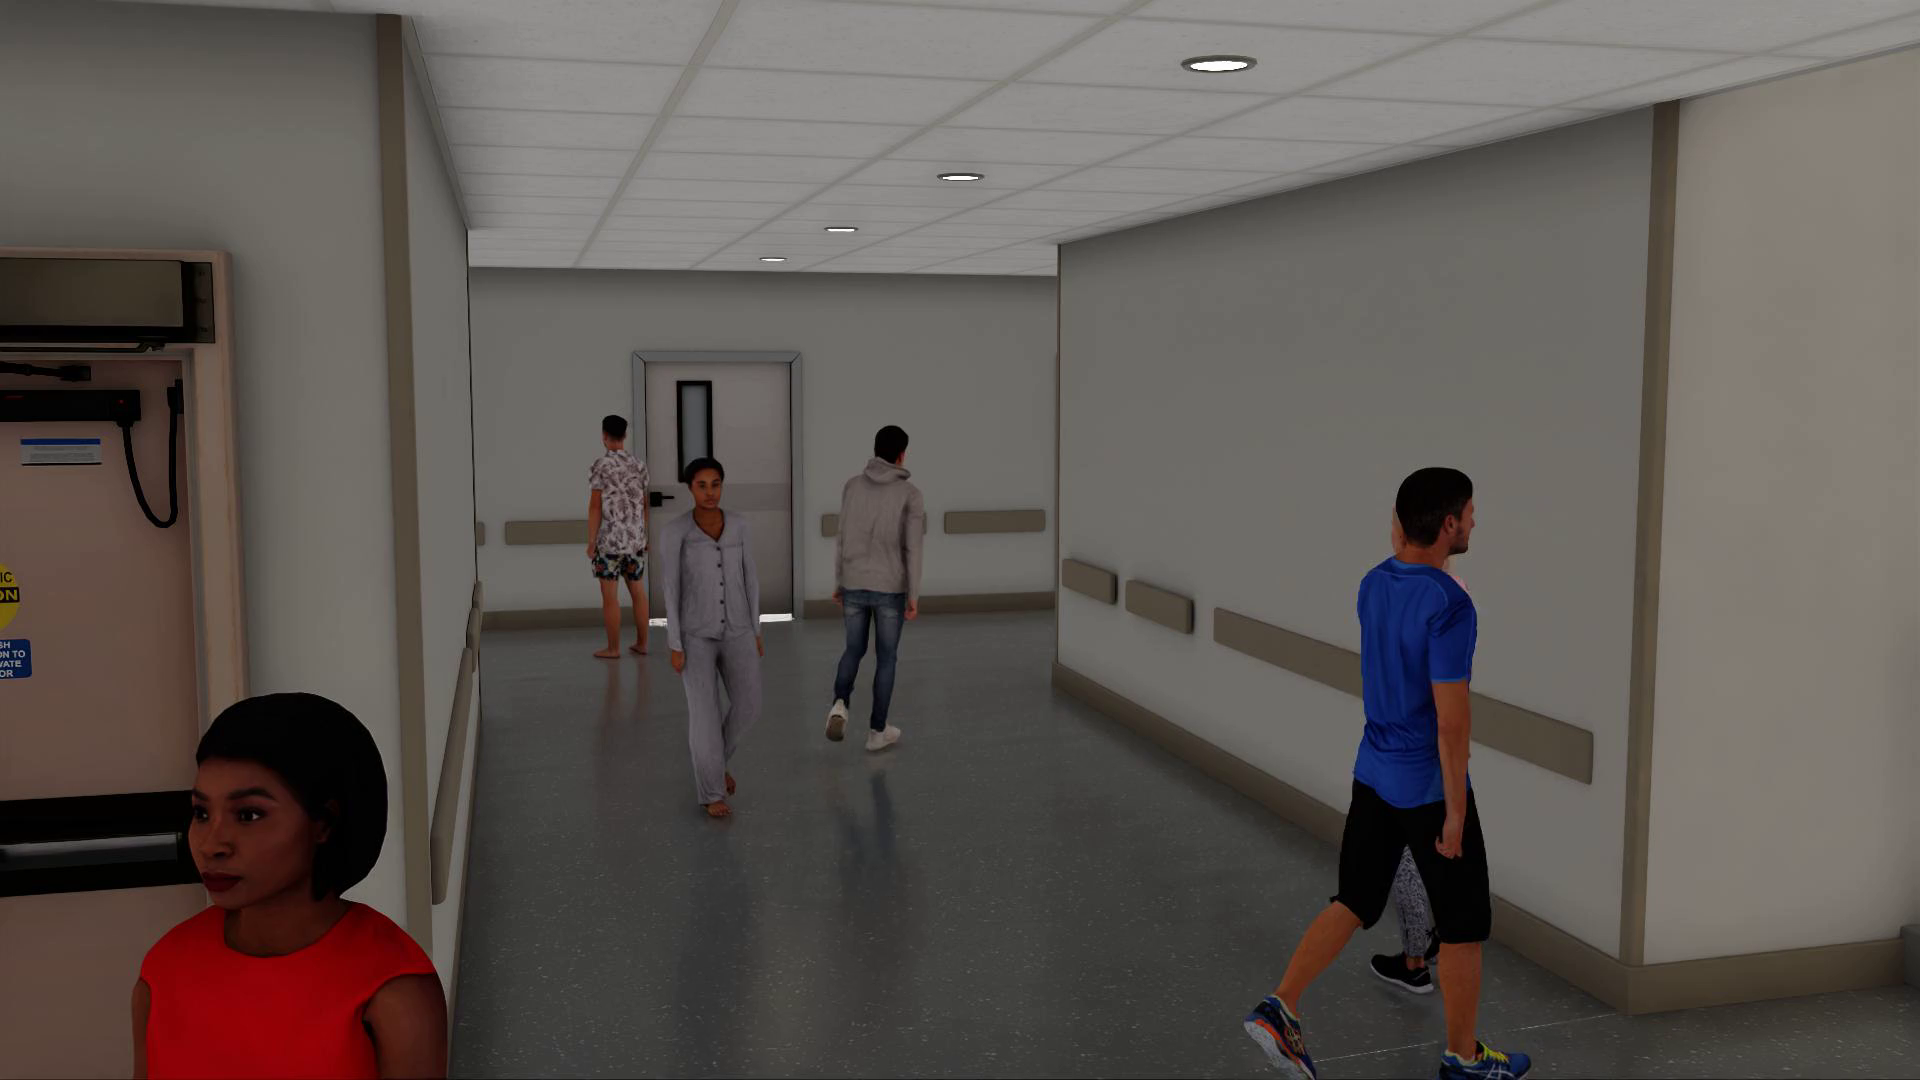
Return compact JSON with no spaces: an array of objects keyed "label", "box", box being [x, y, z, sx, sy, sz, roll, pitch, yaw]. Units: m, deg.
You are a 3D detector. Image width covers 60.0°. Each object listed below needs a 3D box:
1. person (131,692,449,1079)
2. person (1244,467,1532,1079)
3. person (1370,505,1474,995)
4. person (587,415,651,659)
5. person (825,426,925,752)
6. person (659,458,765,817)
[{"label":"person","box":[-0.822,1.053,2.085,0.561,1.744,0.698,1,6,8]},{"label":"person","box":[1.243,0.727,4.824,1.175,1.845,0.754,-2,6,-23]},{"label":"person","box":[1.625,0.704,5.664,0.607,1.721,0.678,-3,6,-27]},{"label":"person","box":[-2.560,-0.031,12.506,0.674,1.814,0.811,-5,8,-43]},{"label":"person","box":[-0.519,0.284,9.344,0.993,1.820,1.016,2,6,17]},{"label":"person","box":[-1.236,0.459,8.113,0.727,1.719,0.800,-3,7,-29]}]
